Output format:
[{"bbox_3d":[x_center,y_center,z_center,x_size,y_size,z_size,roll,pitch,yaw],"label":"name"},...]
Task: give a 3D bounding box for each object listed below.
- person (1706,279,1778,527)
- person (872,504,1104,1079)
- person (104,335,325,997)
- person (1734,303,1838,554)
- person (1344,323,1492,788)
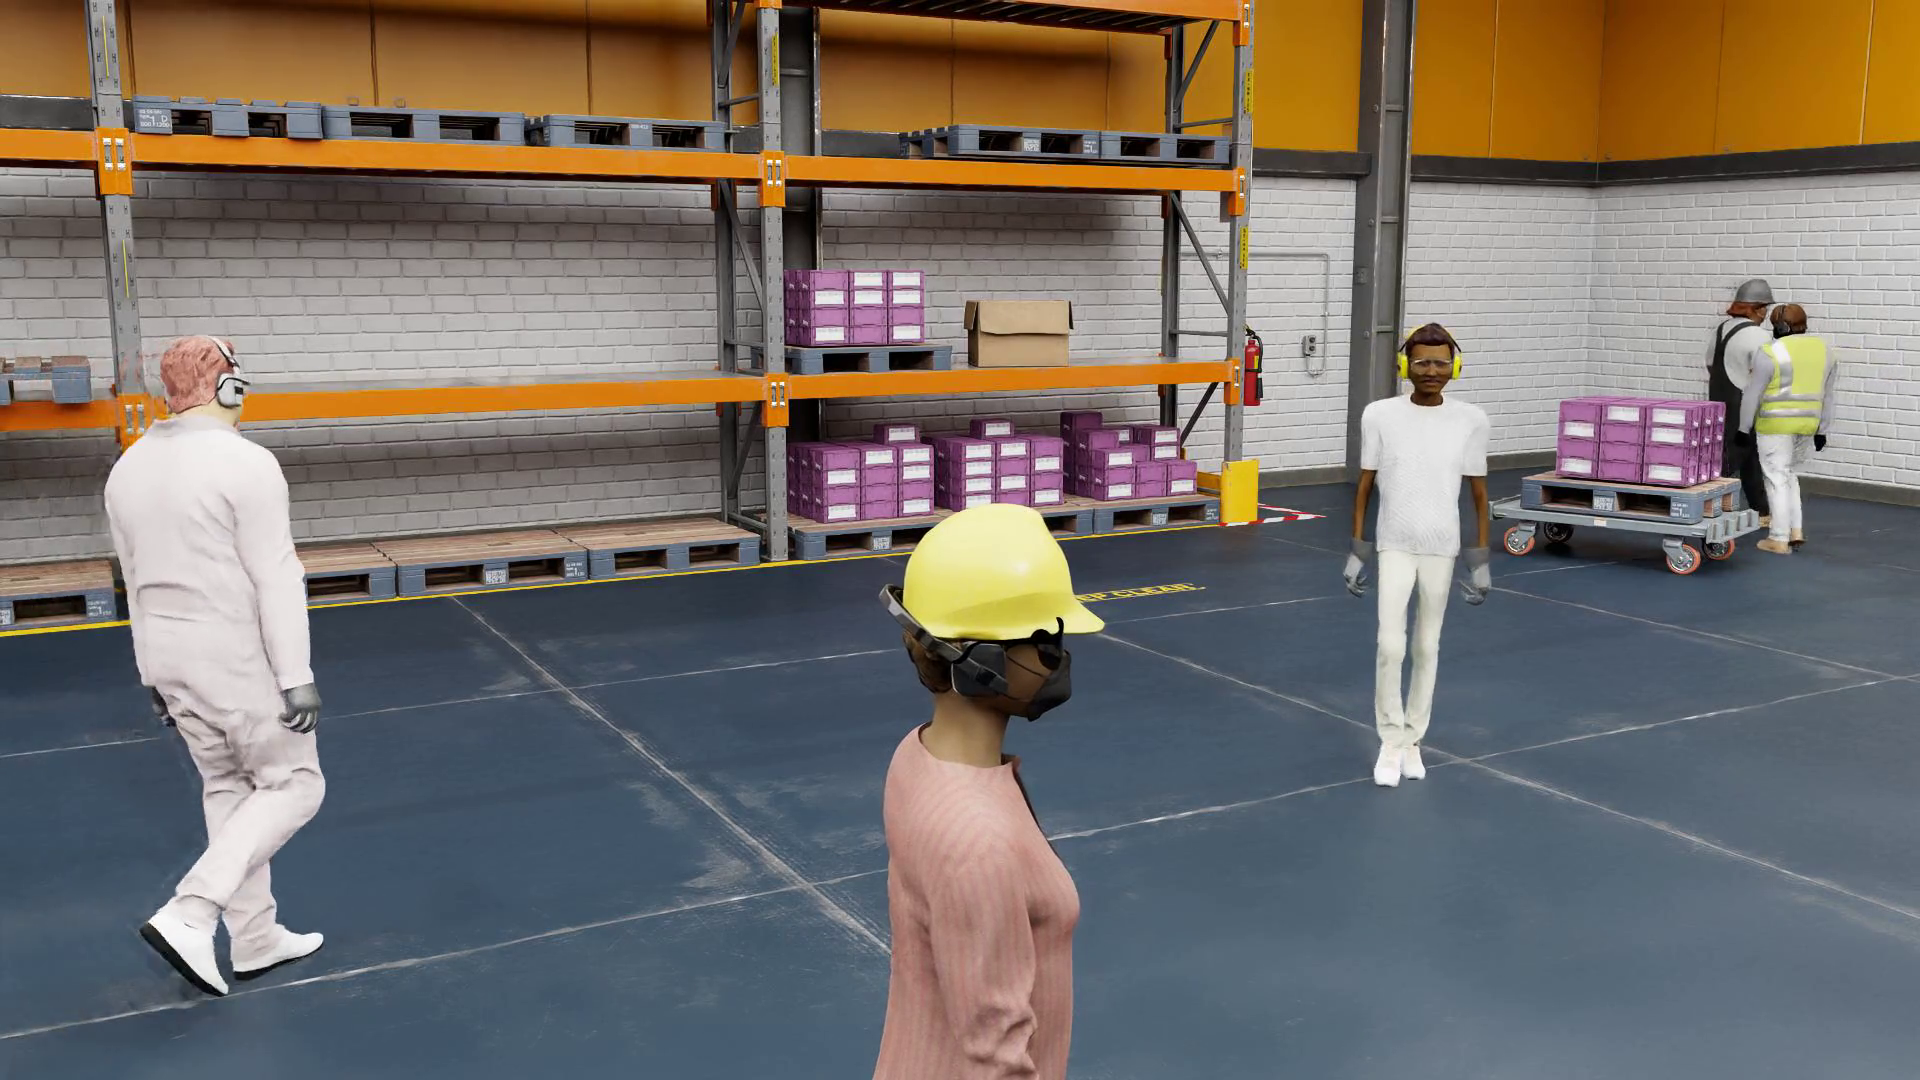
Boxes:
[{"bbox_3d":[6.124,-1.084,13.084,1.010,2.000,0.692,0,9,-2],"label":"person"},{"bbox_3d":[0.031,0.828,2.269,0.310,1.769,0.523,-2,9,-10],"label":"person"},{"bbox_3d":[-2.128,0.369,4.706,0.677,1.882,0.545,5,11,30],"label":"person"},{"bbox_3d":[5.983,-0.806,12.097,0.622,1.815,0.488,-2,10,-15],"label":"person"},{"bbox_3d":[1.826,0.073,6.600,0.565,1.850,0.603,1,9,9],"label":"person"}]
